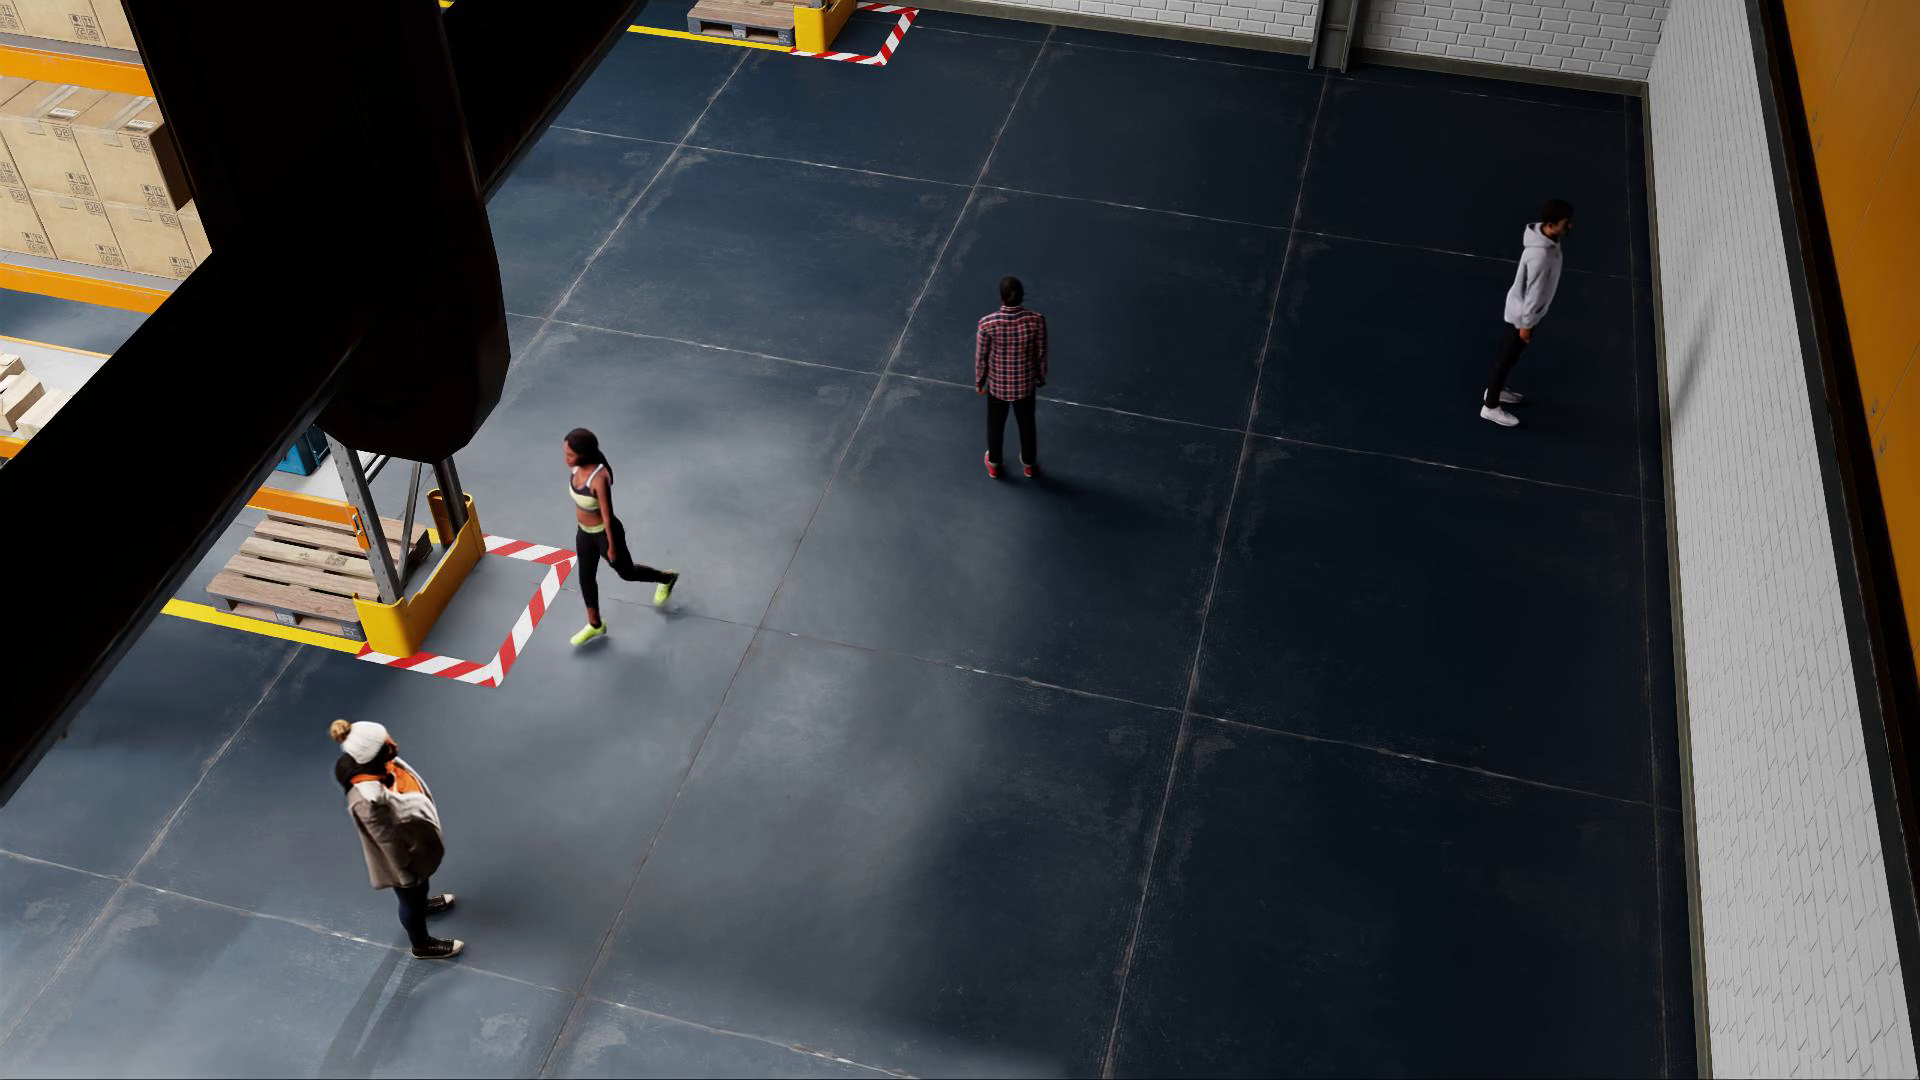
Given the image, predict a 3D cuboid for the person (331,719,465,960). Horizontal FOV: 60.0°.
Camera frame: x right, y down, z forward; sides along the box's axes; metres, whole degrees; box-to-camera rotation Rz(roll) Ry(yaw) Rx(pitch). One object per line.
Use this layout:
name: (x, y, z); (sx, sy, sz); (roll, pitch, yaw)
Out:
person: (-3.138, 1.621, 9.203); (0.858, 1.891, 0.825); (-14, 45, -15)

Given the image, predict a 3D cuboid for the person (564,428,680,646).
person: (-2.304, -0.068, 11.098); (1.025, 1.721, 1.096); (-32, 52, -29)

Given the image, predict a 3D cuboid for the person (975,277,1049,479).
person: (0.379, -1.184, 12.244); (0.657, 1.757, 0.826); (-3, 44, -3)

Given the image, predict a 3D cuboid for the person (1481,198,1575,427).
person: (4.323, -1.771, 12.736); (0.613, 1.929, 0.697); (16, 46, 16)
